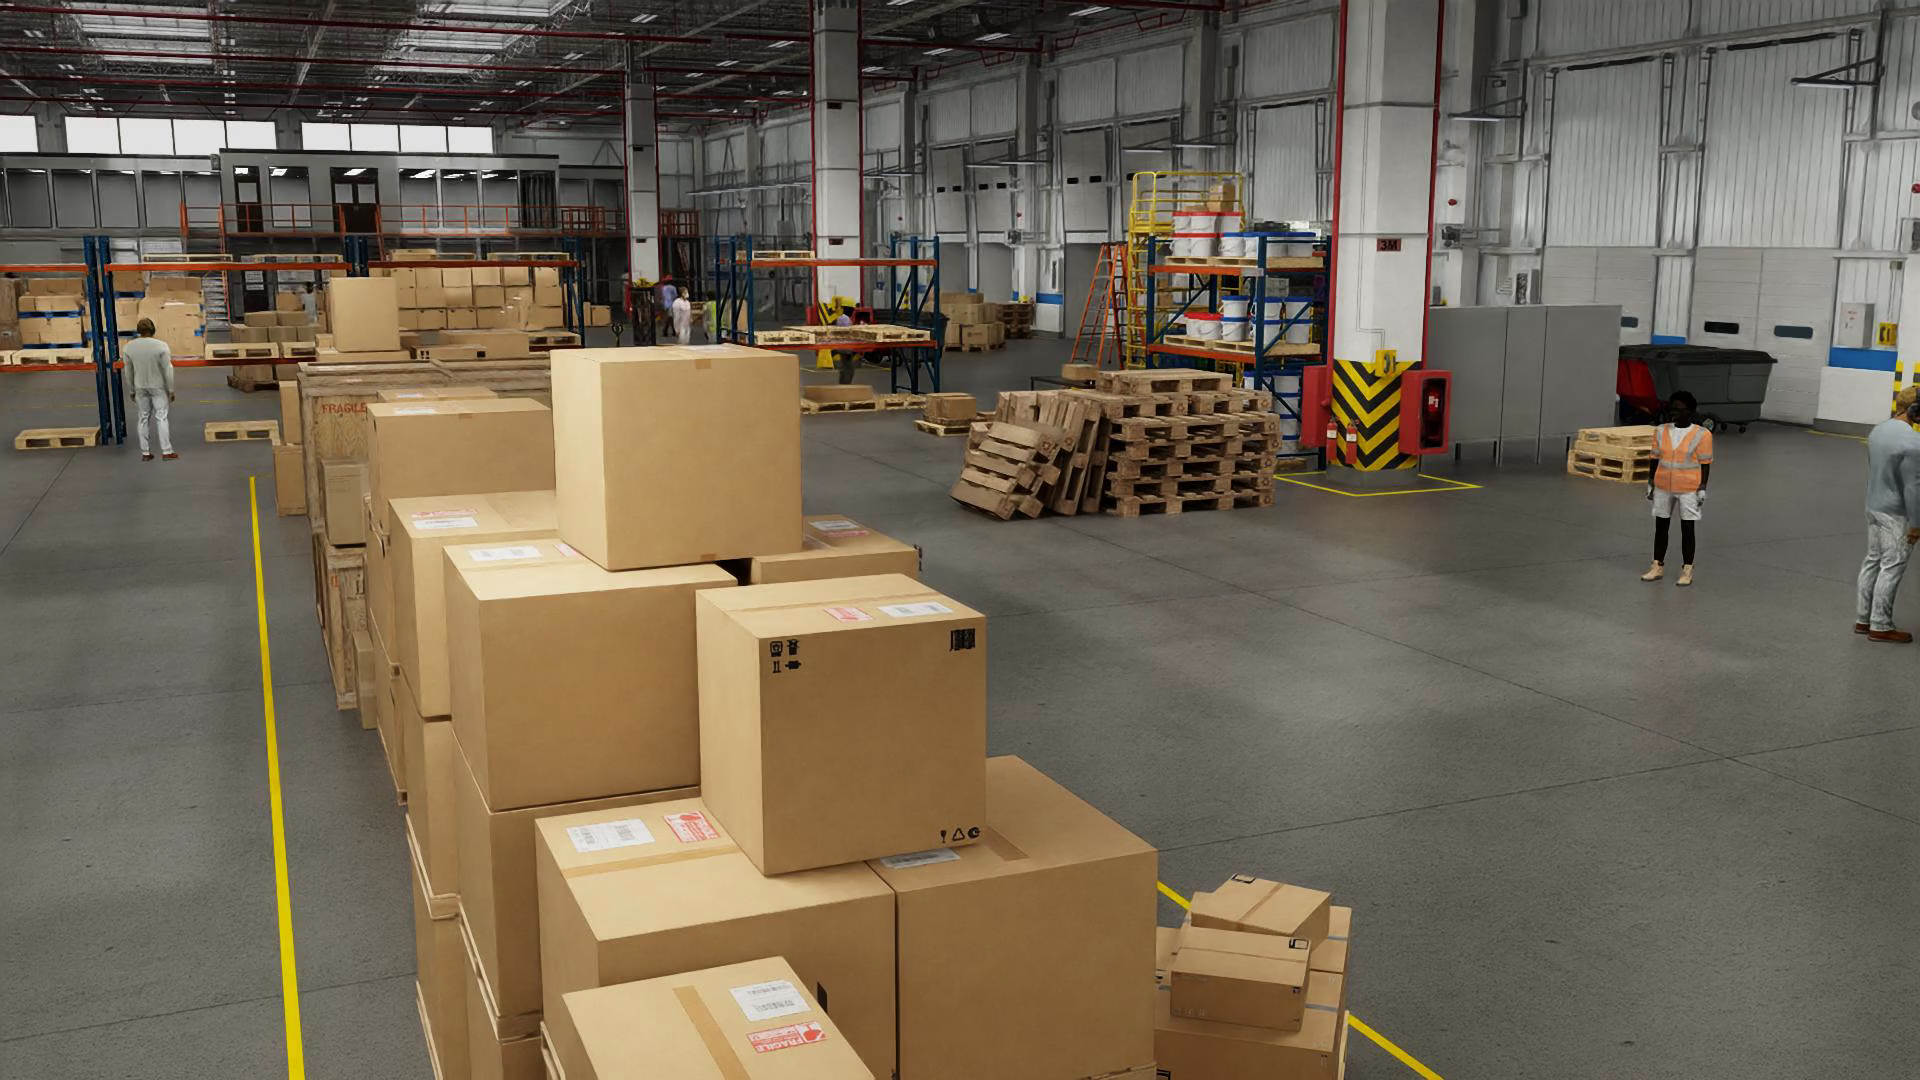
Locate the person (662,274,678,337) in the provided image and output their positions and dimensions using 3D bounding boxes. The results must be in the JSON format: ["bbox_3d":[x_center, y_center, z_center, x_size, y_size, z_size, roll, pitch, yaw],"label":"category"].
[{"bbox_3d":[-8.917,-7.194,51.018,0.542,1.912,0.900,6,12,31],"label":"person"}]

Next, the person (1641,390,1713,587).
[{"bbox_3d":[6.215,-0.448,14.416,0.316,1.695,0.541,-10,14,-43],"label":"person"}]

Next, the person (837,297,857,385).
[{"bbox_3d":[-2.096,-3.537,30.857,0.386,1.916,0.598,-3,11,-15],"label":"person"}]

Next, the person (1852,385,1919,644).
[{"bbox_3d":[6.938,-0.189,12.364,0.369,1.928,0.638,0,10,1],"label":"person"}]

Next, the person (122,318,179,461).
[{"bbox_3d":[-10.912,-2.023,22.436,0.629,1.940,0.373,-1,10,-3],"label":"person"}]

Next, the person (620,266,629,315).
[{"bbox_3d":[-12.965,-9.720,64.857,0.604,1.938,0.402,2,10,11],"label":"person"}]

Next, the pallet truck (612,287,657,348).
[{"bbox_3d":[-6.464,-4.406,35.401,0.823,1.965,1.885,6,12,32],"label":"pallet truck"}]

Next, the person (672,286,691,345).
[{"bbox_3d":[-6.209,-4.709,37.237,0.354,1.936,0.635,3,11,17],"label":"person"}]

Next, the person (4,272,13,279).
[{"bbox_3d":[-29.682,-7.409,52.105,0.617,1.948,0.488,3,11,16],"label":"person"}]

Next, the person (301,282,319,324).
[{"bbox_3d":[-17.270,-5.969,44.438,0.840,1.836,0.566,6,12,32],"label":"person"}]

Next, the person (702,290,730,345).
[{"bbox_3d":[-5.620,-4.844,38.332,0.667,1.812,0.530,-4,11,-22],"label":"person"}]

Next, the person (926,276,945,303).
[{"bbox_3d":[-0.735,-7.120,50.593,0.588,1.914,0.406,4,11,20],"label":"person"}]

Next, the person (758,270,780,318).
[{"bbox_3d":[-7.175,-9.242,62.566,0.678,1.815,0.659,2,11,13],"label":"person"}]

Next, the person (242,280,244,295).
[{"bbox_3d":[-29.652,-10.330,69.125,0.524,1.583,0.839,9,13,40],"label":"person"}]
